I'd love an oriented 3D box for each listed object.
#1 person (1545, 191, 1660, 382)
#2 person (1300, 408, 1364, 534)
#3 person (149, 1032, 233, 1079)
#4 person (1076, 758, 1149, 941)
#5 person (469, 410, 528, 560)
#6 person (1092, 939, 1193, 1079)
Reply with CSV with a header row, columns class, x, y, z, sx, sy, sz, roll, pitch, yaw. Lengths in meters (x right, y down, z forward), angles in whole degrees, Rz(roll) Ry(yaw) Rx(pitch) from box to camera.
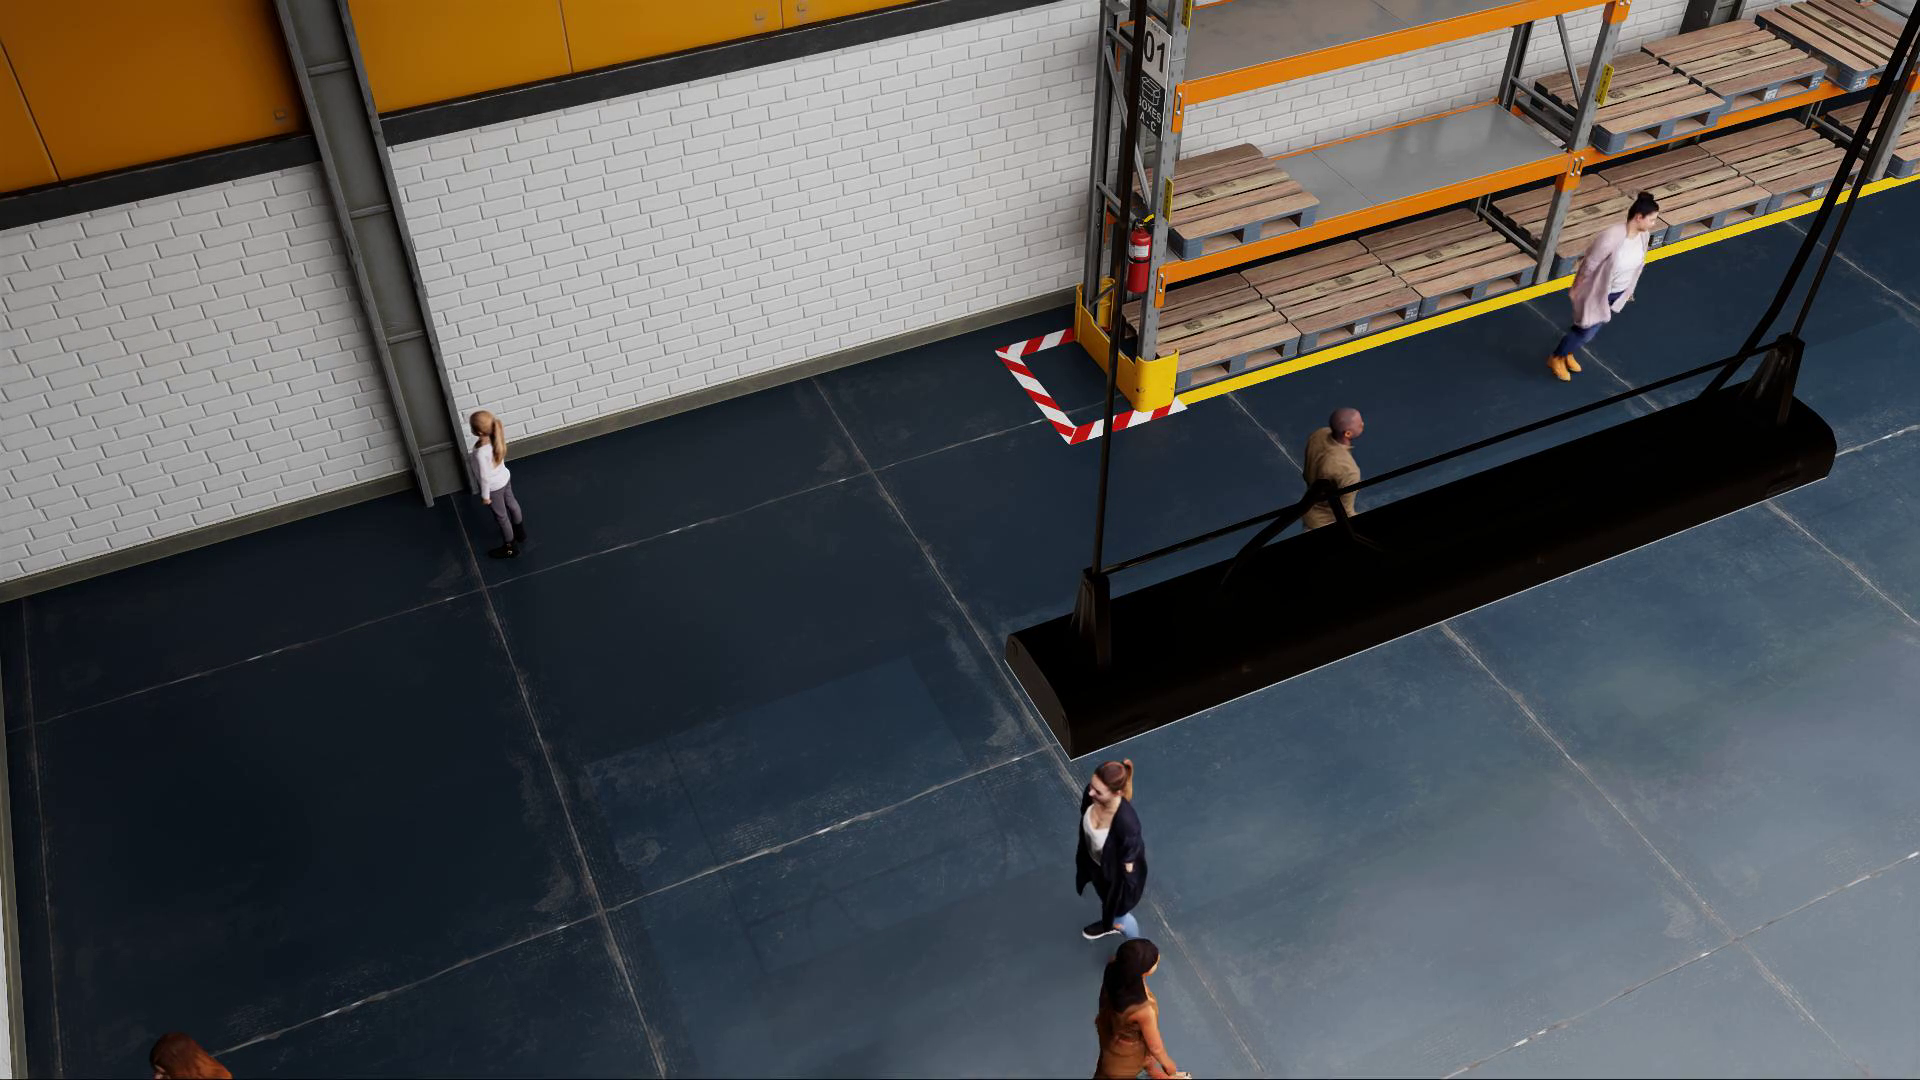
class,x,y,z,sx,sy,sz,roll,pitch,yaw
person,4.998,-2.018,13.120,0.666,1.709,0.786,-13,45,-13
person,2.433,-0.152,11.077,0.610,1.825,0.742,-13,45,-13
person,-3.535,2.811,8.042,0.702,1.721,0.730,23,48,22
person,0.864,1.771,9.172,0.604,1.669,0.654,-23,48,-22
person,-3.272,-0.412,11.747,0.636,1.277,0.585,8,44,8
person,0.743,2.560,8.352,1.001,1.656,0.679,-10,44,-10
